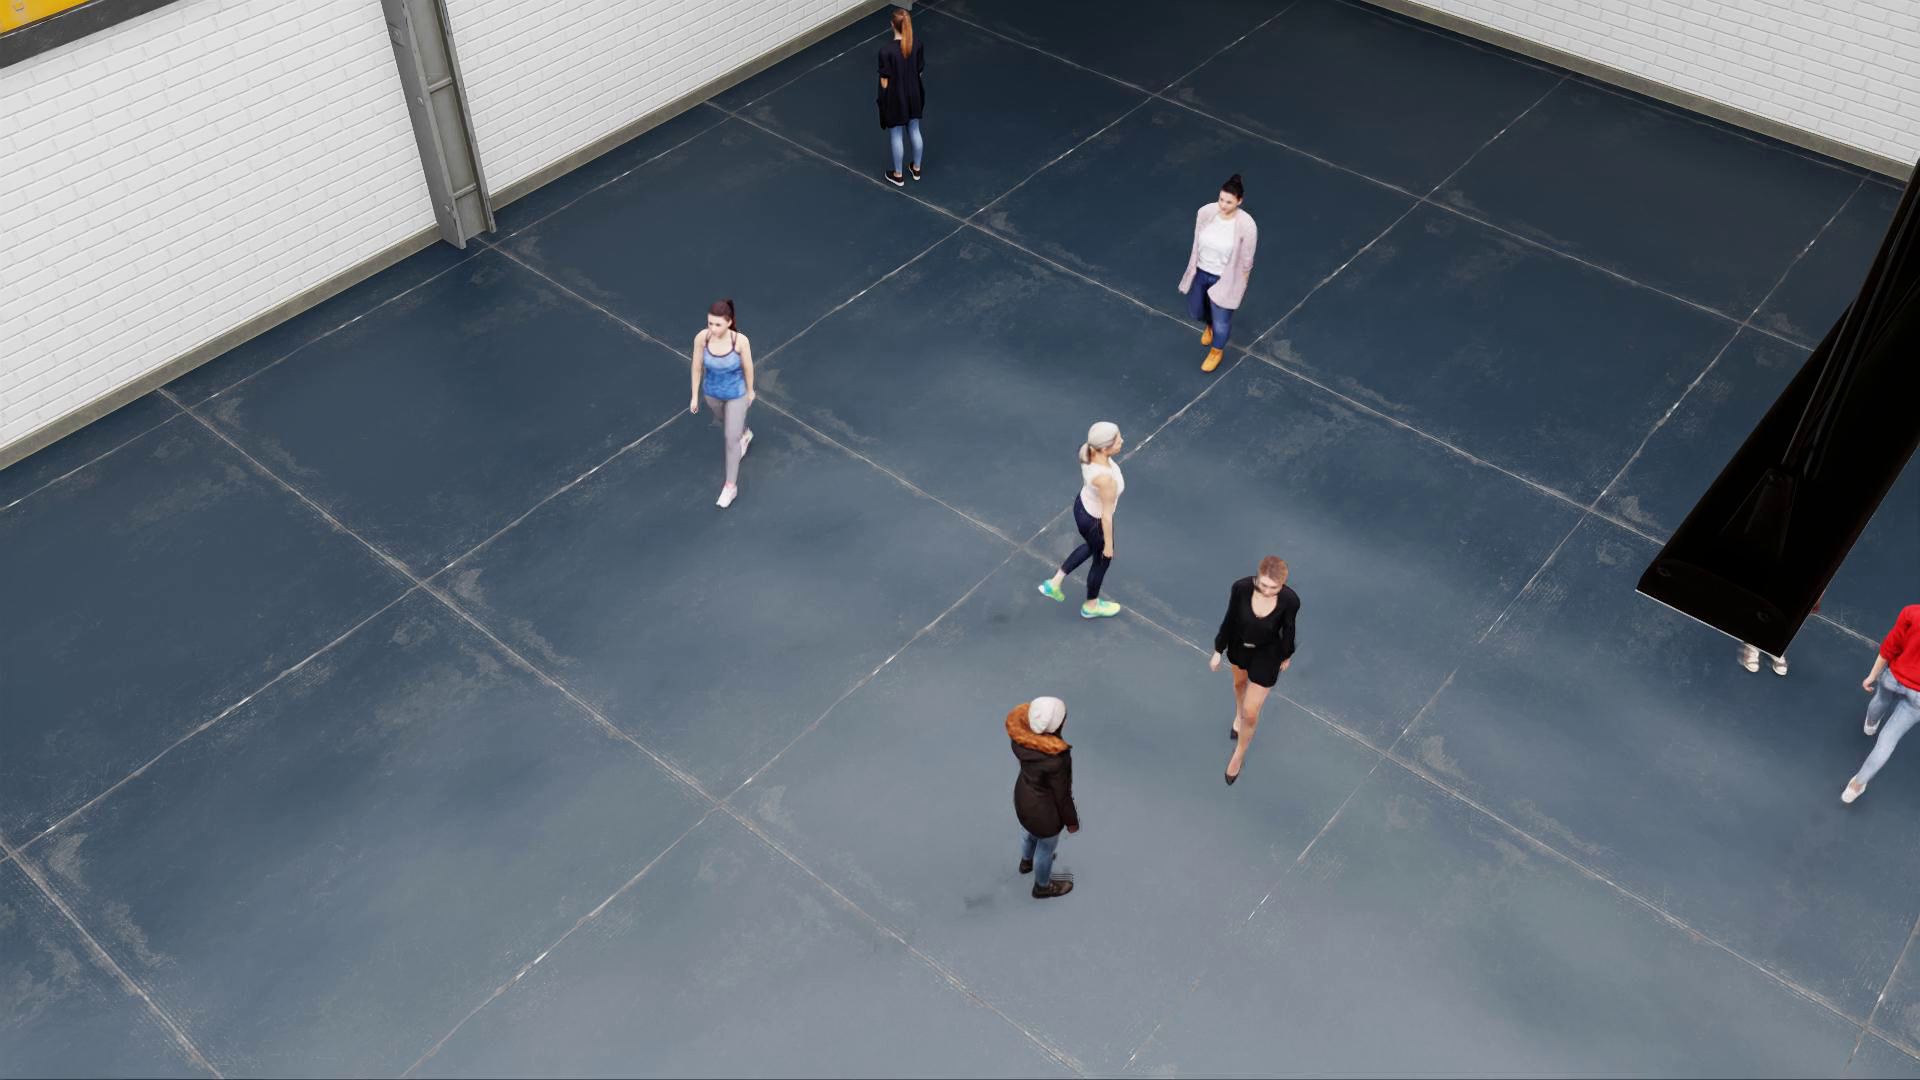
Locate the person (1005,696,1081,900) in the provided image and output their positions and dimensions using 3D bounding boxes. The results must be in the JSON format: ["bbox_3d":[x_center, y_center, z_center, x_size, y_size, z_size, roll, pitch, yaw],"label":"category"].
[{"bbox_3d":[0.451,1.445,9.298,0.760,1.636,0.739,-17,46,-17],"label":"person"}]

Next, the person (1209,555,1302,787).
[{"bbox_3d":[1.809,0.654,10.054,0.699,1.739,0.863,23,48,22],"label":"person"}]

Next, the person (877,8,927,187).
[{"bbox_3d":[-0.513,-3.987,14.964,0.622,1.684,0.761,-21,47,-20],"label":"person"}]

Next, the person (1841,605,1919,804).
[{"bbox_3d":[5.596,0.915,9.843,0.646,1.651,1.081,30,51,28],"label":"person"}]

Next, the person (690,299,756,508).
[{"bbox_3d":[-1.668,-1.095,12.007,0.873,1.575,1.144,10,45,11],"label":"person"}]

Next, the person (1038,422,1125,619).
[{"bbox_3d":[0.799,-0.104,10.887,0.929,1.686,0.851,-8,44,-9],"label":"person"}]

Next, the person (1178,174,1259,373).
[{"bbox_3d":[2.070,-2.124,12.975,0.712,1.732,0.759,29,51,27],"label":"person"}]
